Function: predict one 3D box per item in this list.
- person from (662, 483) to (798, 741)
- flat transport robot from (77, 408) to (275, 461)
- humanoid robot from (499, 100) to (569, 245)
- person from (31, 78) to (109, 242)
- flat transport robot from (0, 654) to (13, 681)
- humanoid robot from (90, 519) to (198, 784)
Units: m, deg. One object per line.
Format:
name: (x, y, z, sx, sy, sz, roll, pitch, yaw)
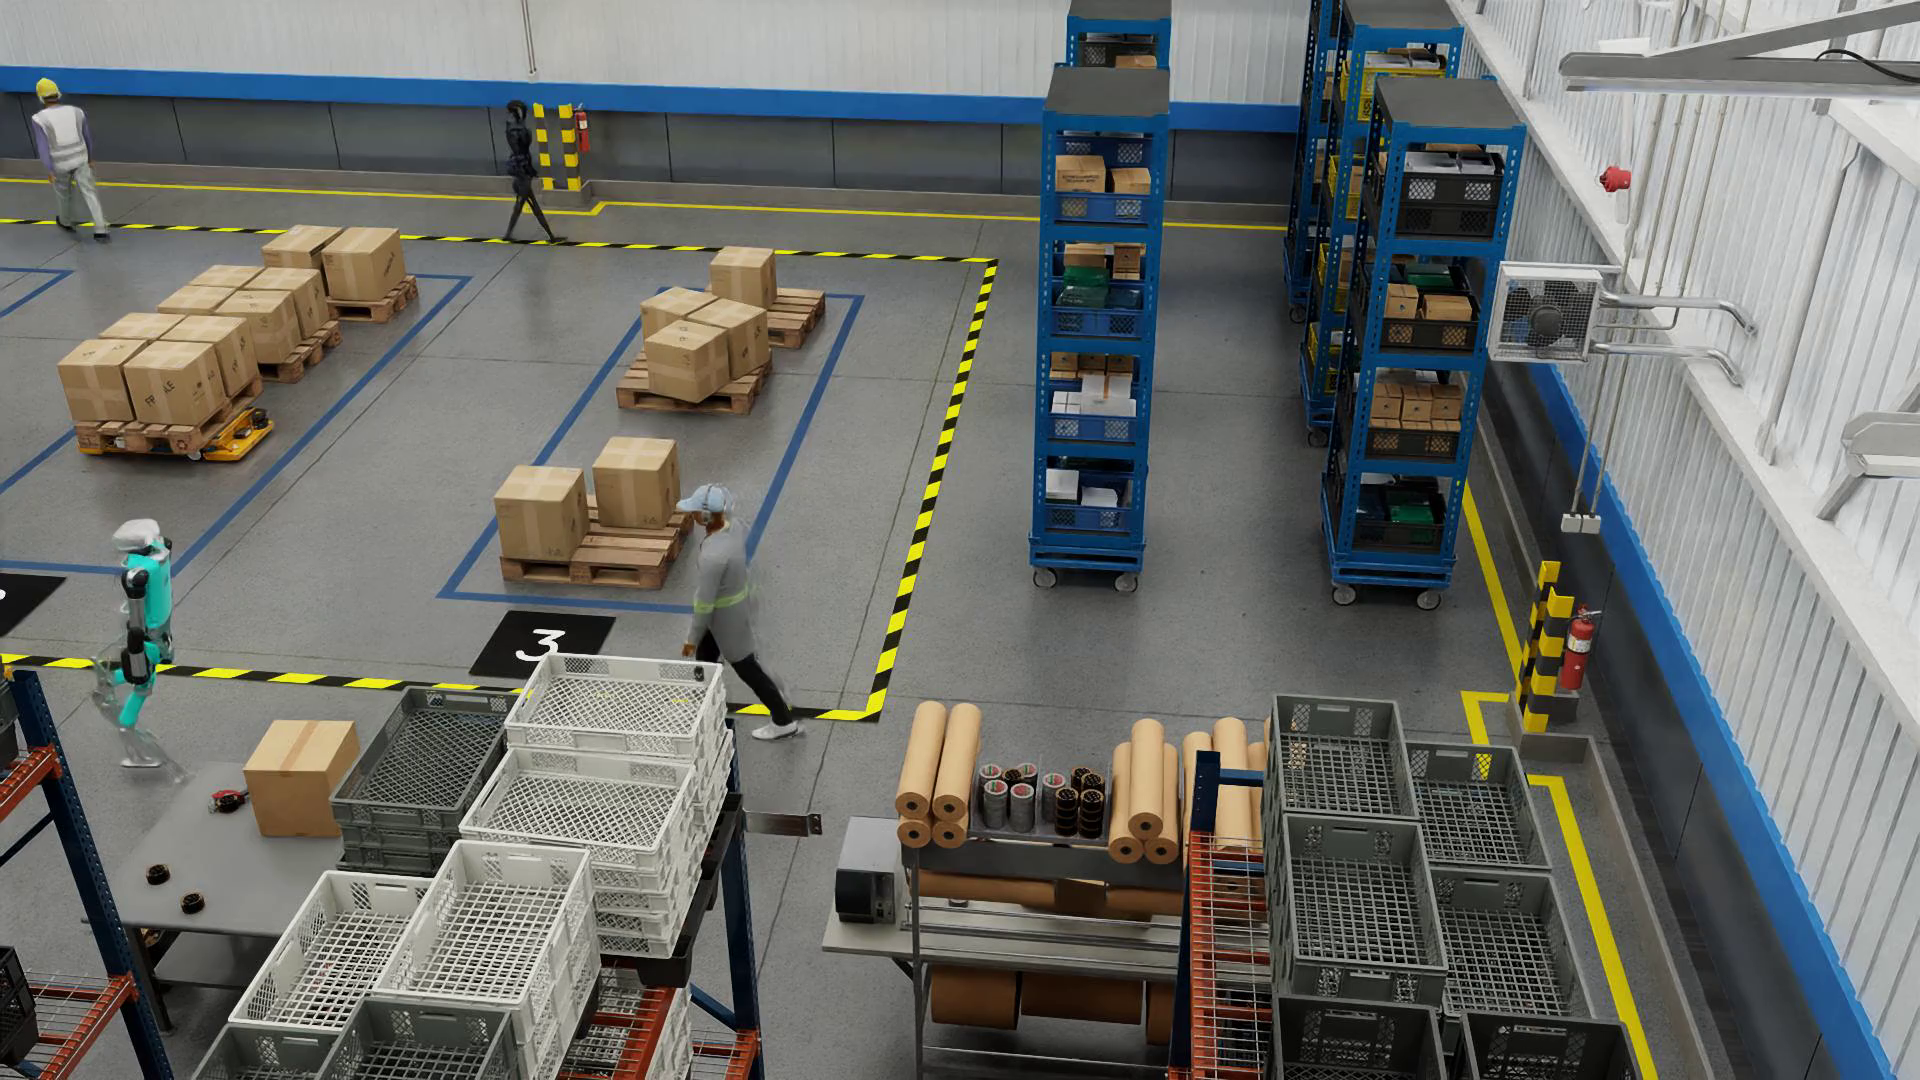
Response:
person: (-1.487, 0.469, 10.341, 0.956, 1.803, 0.599, 1, 30, 1)
flat transport robot: (-6.728, -0.944, 14.268, 1.431, 0.197, 0.652, 3, 30, 6)
humanoid robot: (-4.769, -4.033, 18.253, 0.786, 1.625, 0.611, -2, 30, -3)
person: (-9.881, -4.210, 18.400, 0.940, 1.778, 0.616, 23, 37, 34)
flat transport robot: (-7.142, 0.969, 11.010, 1.431, 0.231, 0.659, 3, 30, 6)
humanoid robot: (-5.035, 0.705, 10.006, 0.822, 1.770, 0.557, -2, 30, -4)
